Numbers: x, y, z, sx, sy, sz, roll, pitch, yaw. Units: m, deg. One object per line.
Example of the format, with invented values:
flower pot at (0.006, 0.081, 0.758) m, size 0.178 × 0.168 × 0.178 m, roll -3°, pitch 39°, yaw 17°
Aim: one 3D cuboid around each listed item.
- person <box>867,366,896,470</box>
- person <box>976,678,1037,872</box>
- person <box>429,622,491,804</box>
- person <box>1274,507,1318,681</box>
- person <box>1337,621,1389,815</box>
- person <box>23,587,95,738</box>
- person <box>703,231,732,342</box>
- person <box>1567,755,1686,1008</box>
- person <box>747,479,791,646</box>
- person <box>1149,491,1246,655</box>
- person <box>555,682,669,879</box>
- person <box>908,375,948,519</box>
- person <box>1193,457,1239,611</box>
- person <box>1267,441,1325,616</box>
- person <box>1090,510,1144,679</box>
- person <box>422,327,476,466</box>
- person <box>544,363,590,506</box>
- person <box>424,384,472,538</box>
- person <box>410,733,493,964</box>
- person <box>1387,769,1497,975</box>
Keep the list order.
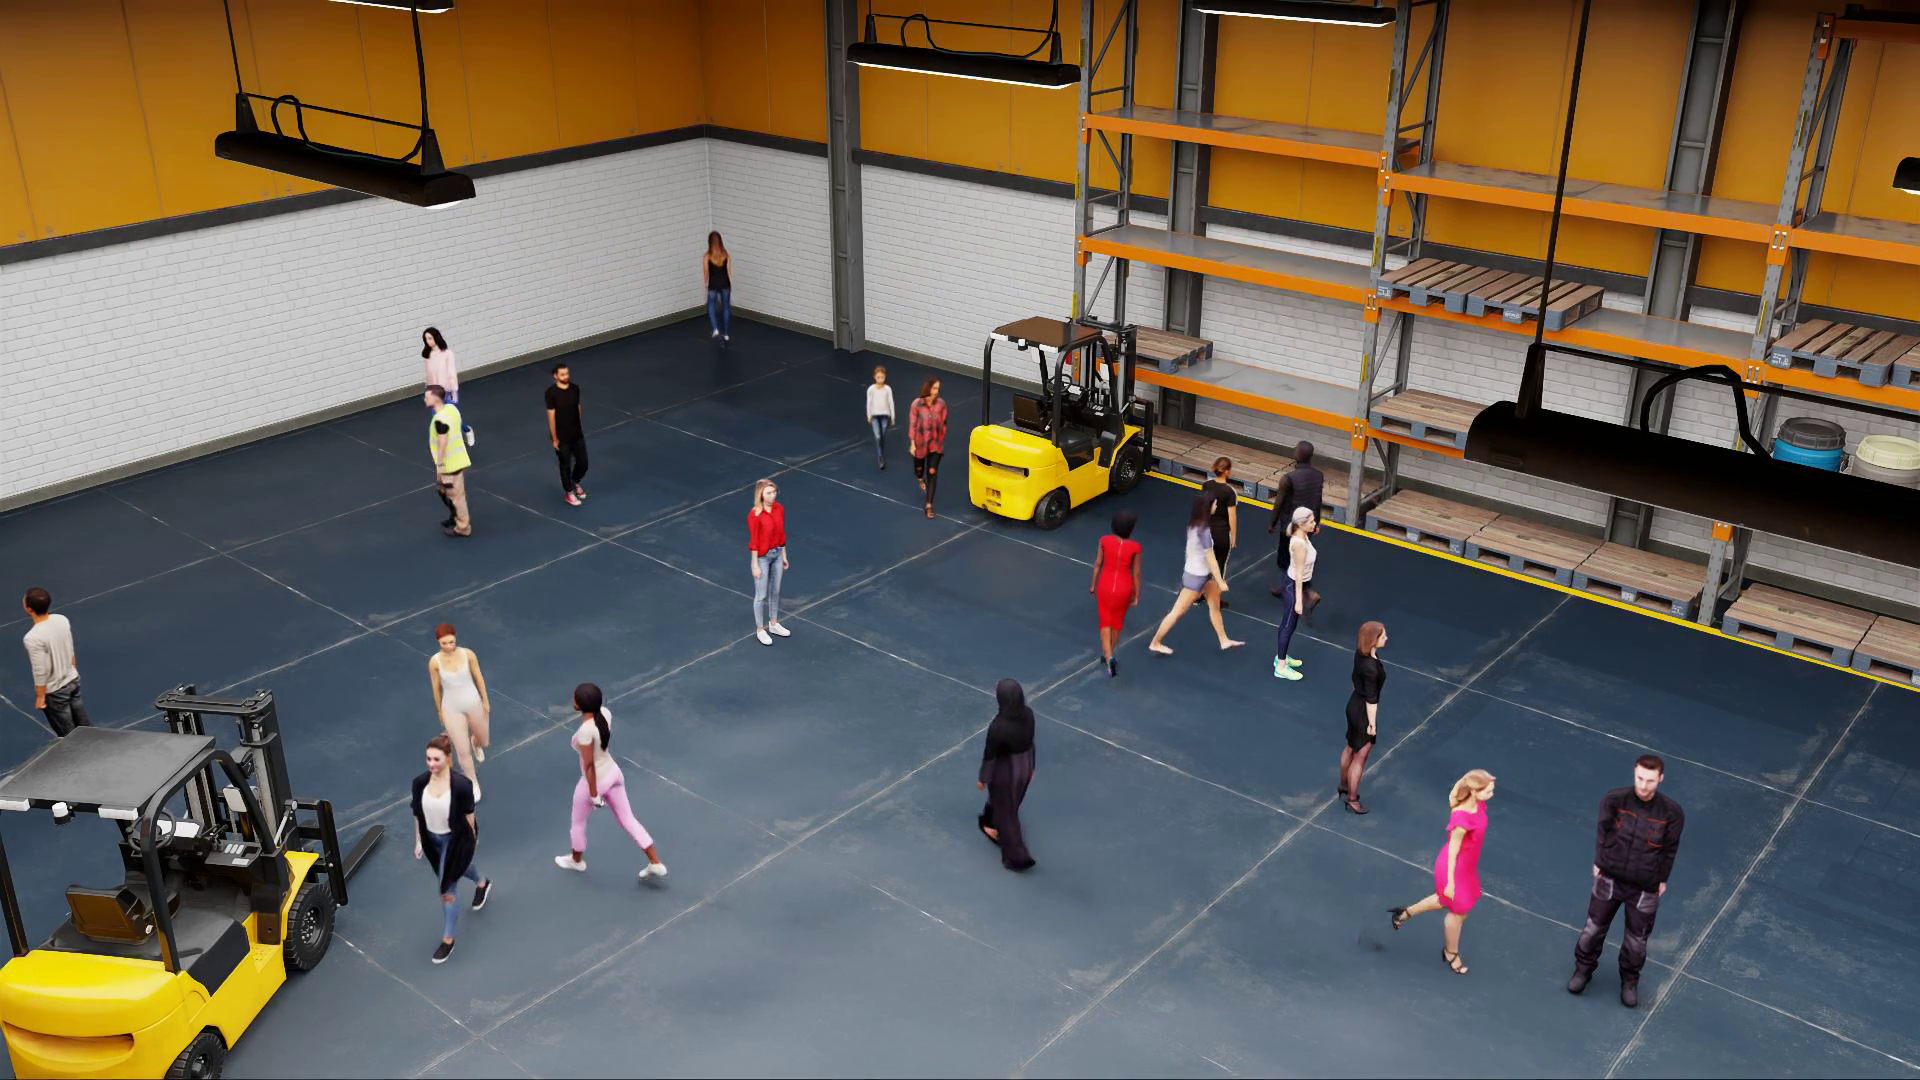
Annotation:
person at (-1.004, -1.562, 20.956) m, size 0.855 × 1.285 × 0.941 m, roll -3°, pitch 24°, yaw -7°
person at (0.413, 1.807, 12.835) m, size 0.719 × 1.617 × 0.992 m, roll -19°, pitch 30°, yaw -36°
person at (-4.143, 1.370, 13.828) m, size 0.815 × 1.622 × 0.952 m, roll -12°, pitch 26°, yaw -25°
person at (3.166, 0.476, 15.774) m, size 0.694 × 1.701 × 0.687 m, roll 4°, pitch 24°, yaw 10°
person at (3.285, 1.430, 13.587) m, size 0.698 × 1.705 × 0.649 m, roll -1°, pitch 24°, yaw -2°
person at (-7.535, 1.218, 13.939) m, size 0.739 × 1.811 × 0.741 m, roll 4°, pitch 24°, yaw 9°
person at (-3.729, -3.910, 25.796) m, size 0.721 × 1.710 × 0.779 m, roll -6°, pitch 24°, yaw -13°
person at (4.566, 2.293, 11.354) m, size 0.607 × 1.913 × 0.799 m, roll 11°, pitch 26°, yaw 24°
person at (-1.899, 0.189, 16.427) m, size 0.502 × 1.705 × 0.616 m, roll 20°, pitch 30°, yaw 38°
person at (2.201, 0.378, 16.032) m, size 1.213 × 1.675 × 1.106 m, roll 0°, pitch 24°, yaw -1°
person at (-2.633, 1.869, 12.597) m, size 1.246 × 1.694 × 0.855 m, roll 8°, pitch 25°, yaw 18°
person at (-0.394, -1.128, 19.488) m, size 1.028 × 1.666 × 1.101 m, roll -2°, pitch 24°, yaw -5°
person at (2.620, -0.066, 17.059) m, size 0.463 × 1.665 × 0.663 m, roll 22°, pitch 32°, yaw 40°
person at (3.472, -0.104, 16.959) m, size 0.896 × 1.816 × 1.150 m, roll -13°, pitch 27°, yaw -28°
person at (1.468, 0.535, 15.623) m, size 0.869 × 1.714 × 0.899 m, roll 2°, pitch 24°, yaw 4°
person at (-6.485, -1.851, 21.040) m, size 1.009 × 1.748 × 0.949 m, roll 7°, pitch 24°, yaw 15°
person at (-4.701, -1.267, 19.706) m, size 0.671 × 1.747 × 0.677 m, roll -20°, pitch 31°, yaw -39°
person at (-5.684, -0.891, 18.744) m, size 0.941 × 1.828 × 0.885 m, roll 0°, pitch 24°, yaw -1°
person at (-3.673, 2.130, 12.064) m, size 1.151 × 1.642 × 1.004 m, roll 6°, pitch 24°, yaw 13°
person at (3.396, 2.278, 11.652) m, size 0.899 × 1.702 × 0.700 m, roll 12°, pitch 26°, yaw 26°
